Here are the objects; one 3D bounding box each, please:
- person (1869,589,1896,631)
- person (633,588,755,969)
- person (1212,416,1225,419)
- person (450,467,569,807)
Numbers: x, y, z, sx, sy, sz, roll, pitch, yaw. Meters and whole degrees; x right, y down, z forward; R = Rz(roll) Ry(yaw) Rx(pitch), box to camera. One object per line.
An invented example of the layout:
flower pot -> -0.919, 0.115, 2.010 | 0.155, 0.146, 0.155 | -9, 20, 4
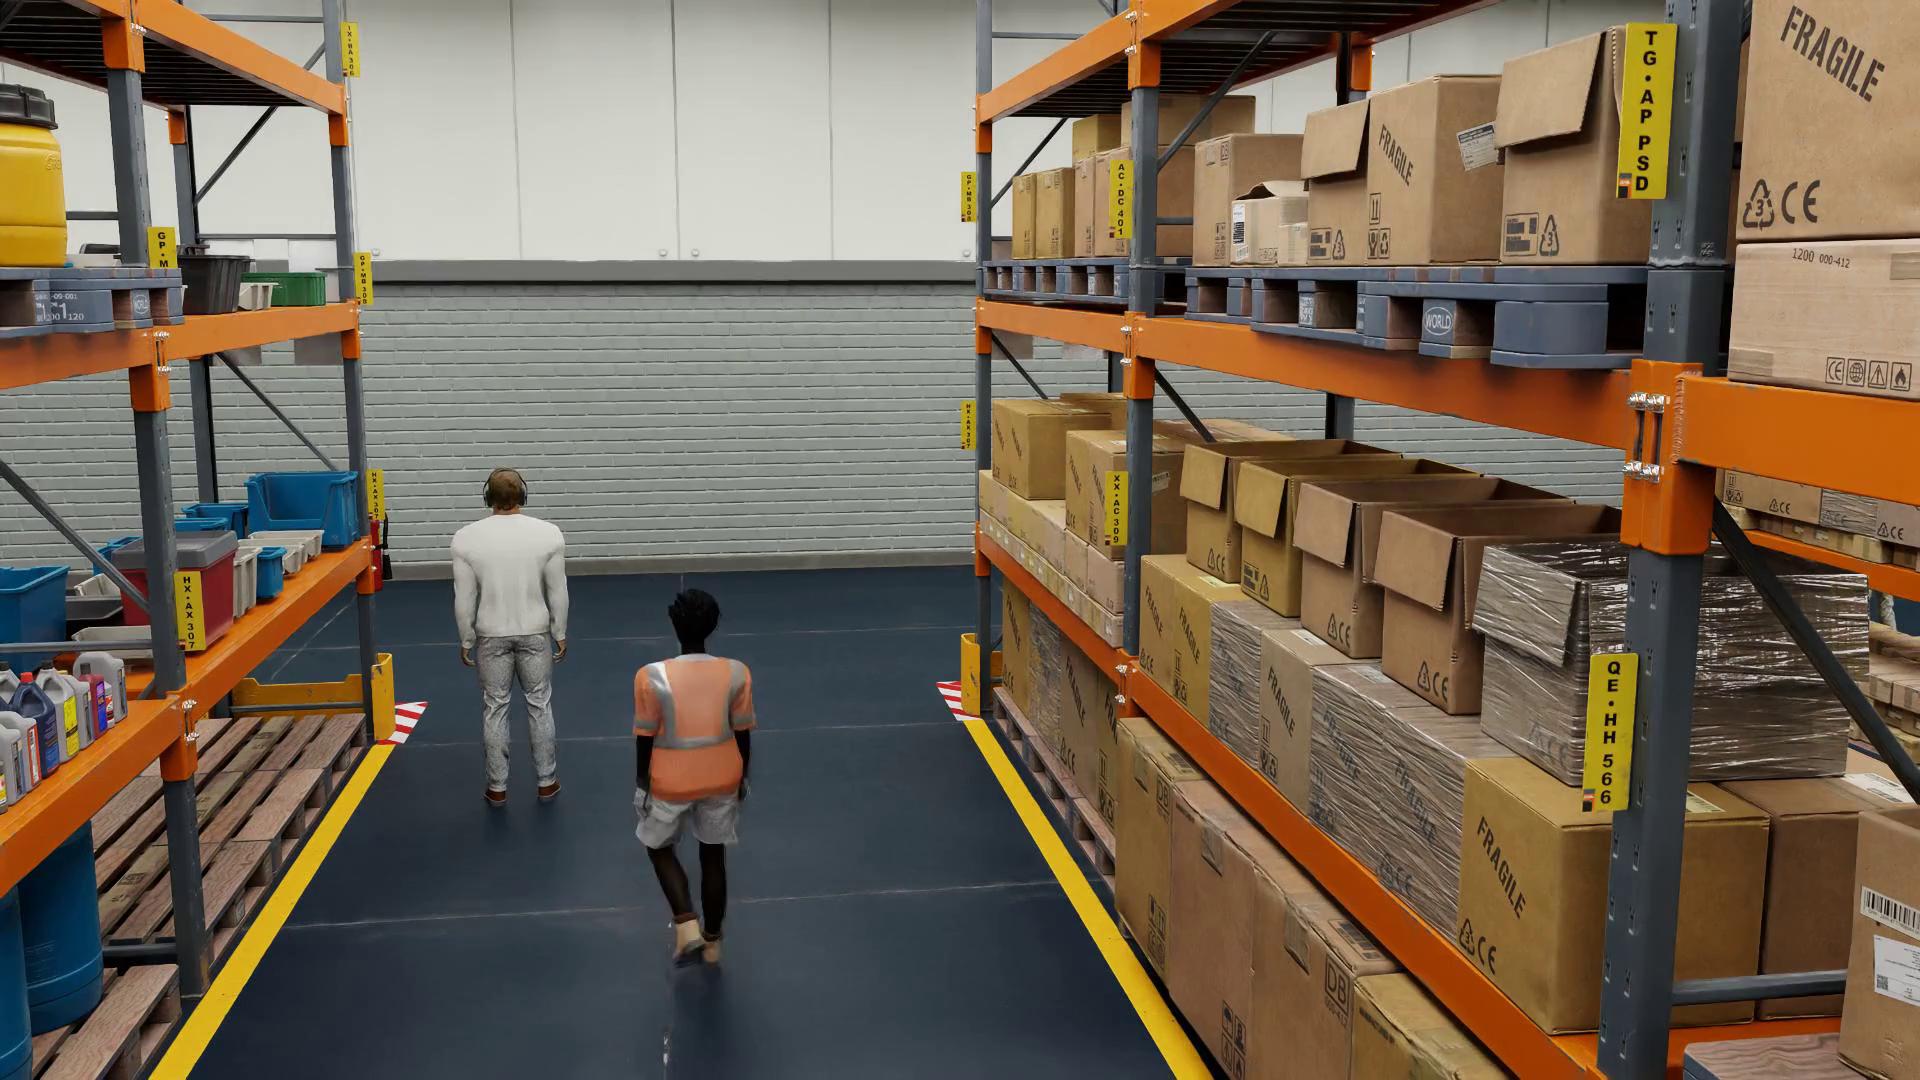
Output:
person -> 6.583, 0.174, 11.995 | 0.512, 1.860, 0.331 | -2, 9, -12
person -> -1.142, 1.041, 7.169 | 0.551, 1.681, 0.378 | -4, 10, -25
person -> 1.938, -0.013, 13.002 | 0.927, 1.898, 0.660 | -1, 9, -4
person -> -2.537, 0.547, 9.436 | 0.630, 1.940, 0.372 | -3, 10, -16
